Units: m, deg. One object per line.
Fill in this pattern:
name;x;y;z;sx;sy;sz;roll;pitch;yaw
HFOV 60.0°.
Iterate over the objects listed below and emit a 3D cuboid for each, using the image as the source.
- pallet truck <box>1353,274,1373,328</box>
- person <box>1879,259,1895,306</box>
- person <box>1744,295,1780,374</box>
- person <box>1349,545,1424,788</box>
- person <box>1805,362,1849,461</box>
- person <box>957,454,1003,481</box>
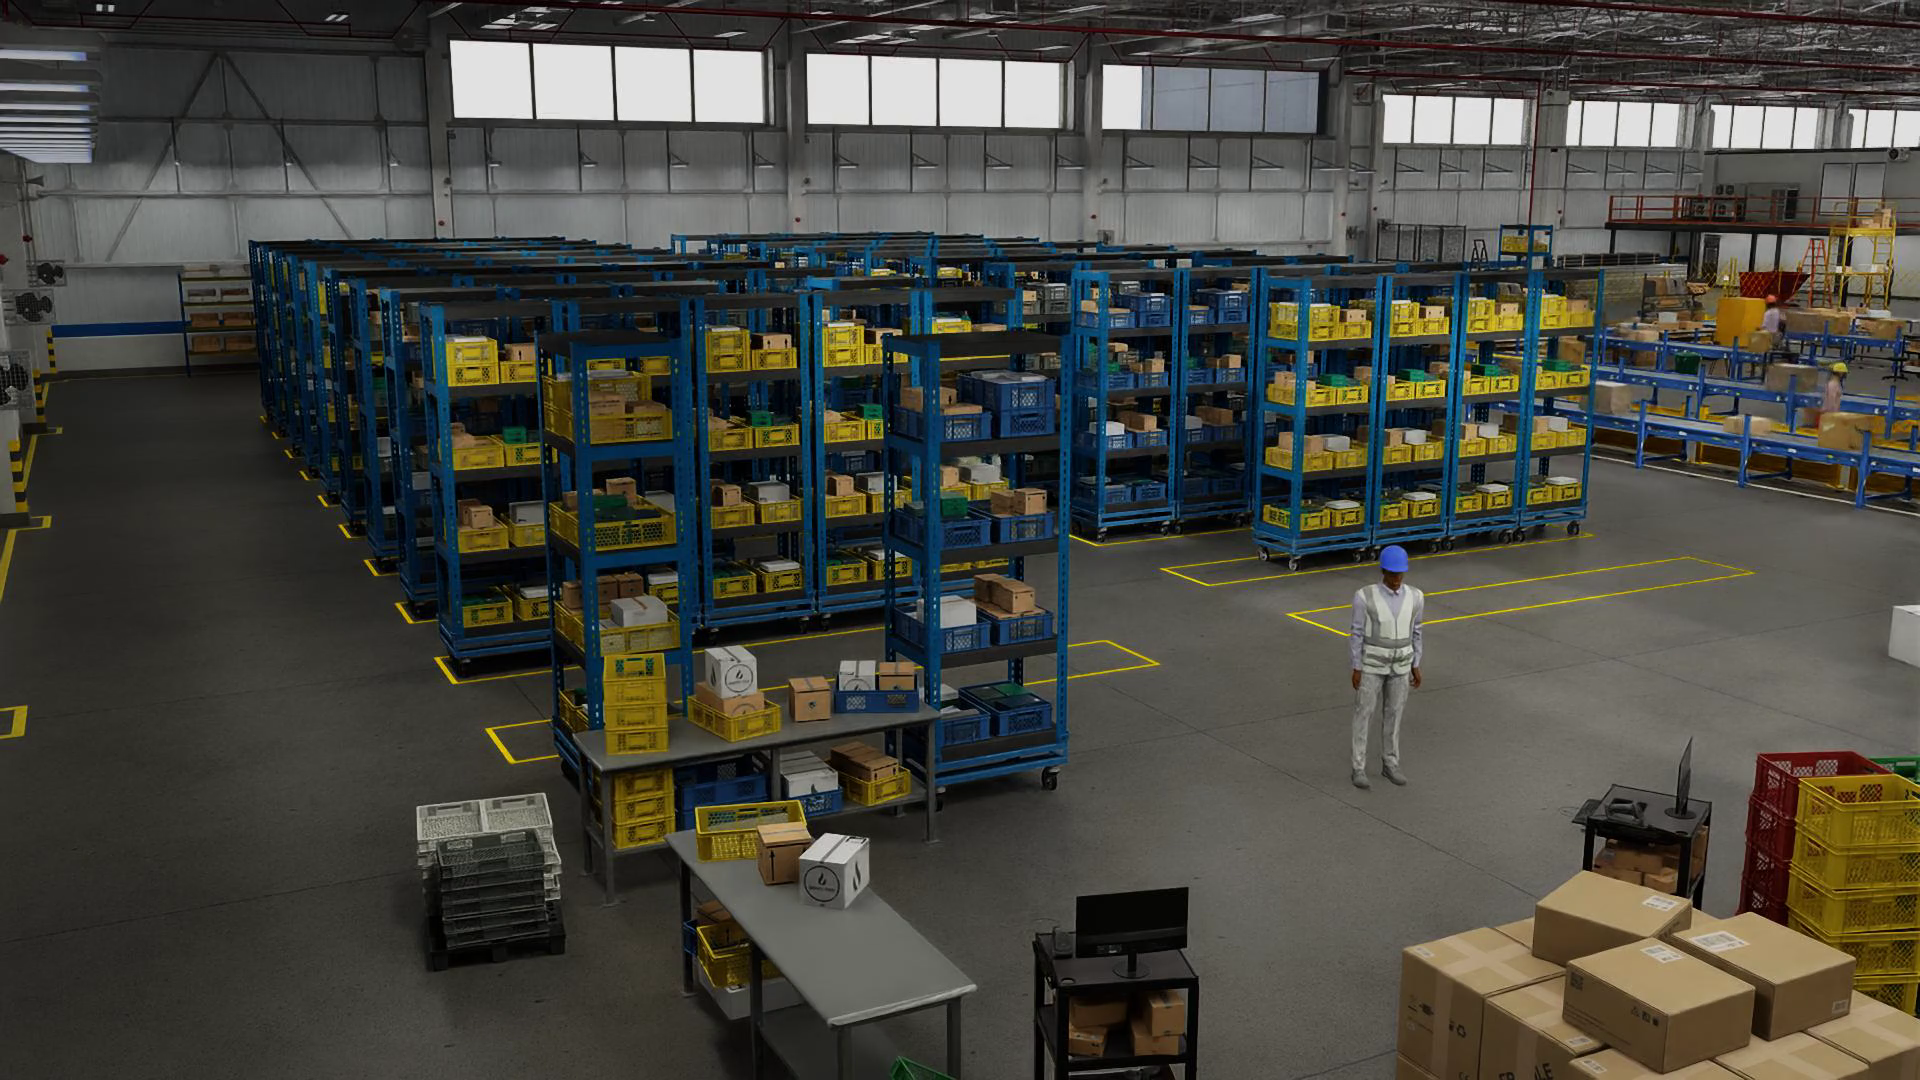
pallet truck;13.011;-8.050;55.243;0.823;1.965;1.885;-7;14;-28
person;36.184;-10.029;64.855;0.514;1.845;0.339;-9;15;-35
person;20.184;-5.094;41.434;0.624;1.999;1.032;-11;16;-41
person;3.350;0.987;13.088;0.603;1.949;0.396;-2;12;-10
person;14.931;-2.164;28.381;0.538;1.715;0.940;-11;16;-42
person;0.223;-0.495;20.357;0.609;1.813;0.789;-6;14;-28
